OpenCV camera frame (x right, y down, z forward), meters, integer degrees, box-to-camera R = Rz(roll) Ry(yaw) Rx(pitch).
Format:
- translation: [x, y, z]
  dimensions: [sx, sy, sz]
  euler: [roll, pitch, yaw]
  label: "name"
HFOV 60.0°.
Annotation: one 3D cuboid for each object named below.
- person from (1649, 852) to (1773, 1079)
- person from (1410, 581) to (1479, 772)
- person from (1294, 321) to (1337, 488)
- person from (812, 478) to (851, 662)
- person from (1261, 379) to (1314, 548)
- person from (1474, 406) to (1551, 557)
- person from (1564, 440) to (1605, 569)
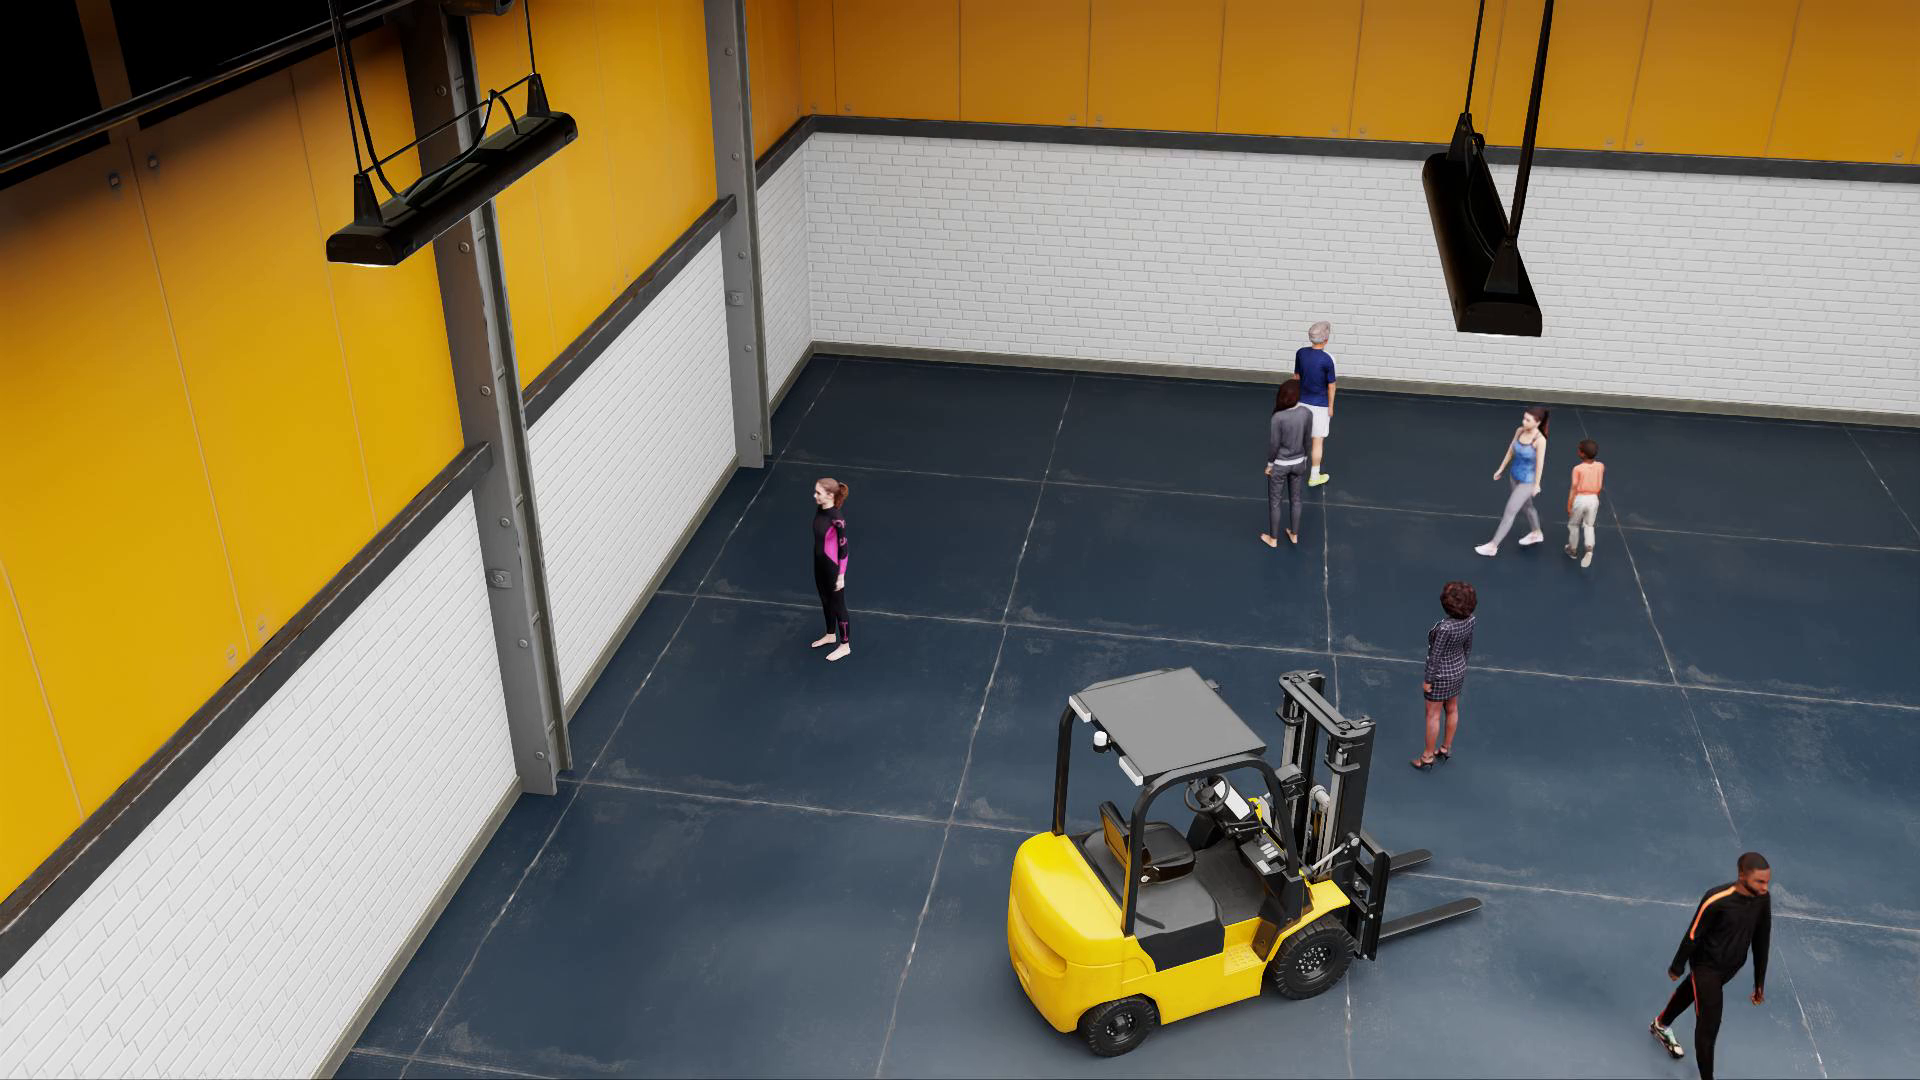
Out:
- translation: [4.631, 2.581, 10.374]
  dimensions: [0.975, 1.772, 1.188]
  euler: [-9, 30, -16]
  label: "person"
- translation: [3.863, 1.081, 13.198]
  dimensions: [0.695, 1.701, 0.756]
  euler: [-19, 34, -31]
  label: "person"
- translation: [3.760, -1.466, 17.724]
  dimensions: [0.723, 1.839, 0.729]
  euler: [22, 35, 34]
  label: "person"
- translation: [-1.147, 0.236, 14.695]
  dimensions: [0.726, 1.751, 0.666]
  euler: [-19, 34, -30]
  label: "person"
- translation: [3.258, -0.767, 16.514]
  dimensions: [0.685, 1.771, 0.674]
  euler: [-8, 30, -14]
  label: "person"
- translation: [5.613, -0.588, 16.395]
  dimensions: [0.915, 1.571, 1.074]
  euler: [-6, 29, -12]
  label: "person"
- translation: [6.129, -0.347, 16.243]
  dimensions: [0.584, 1.292, 0.811]
  euler: [0, 29, 1]
  label: "person"
